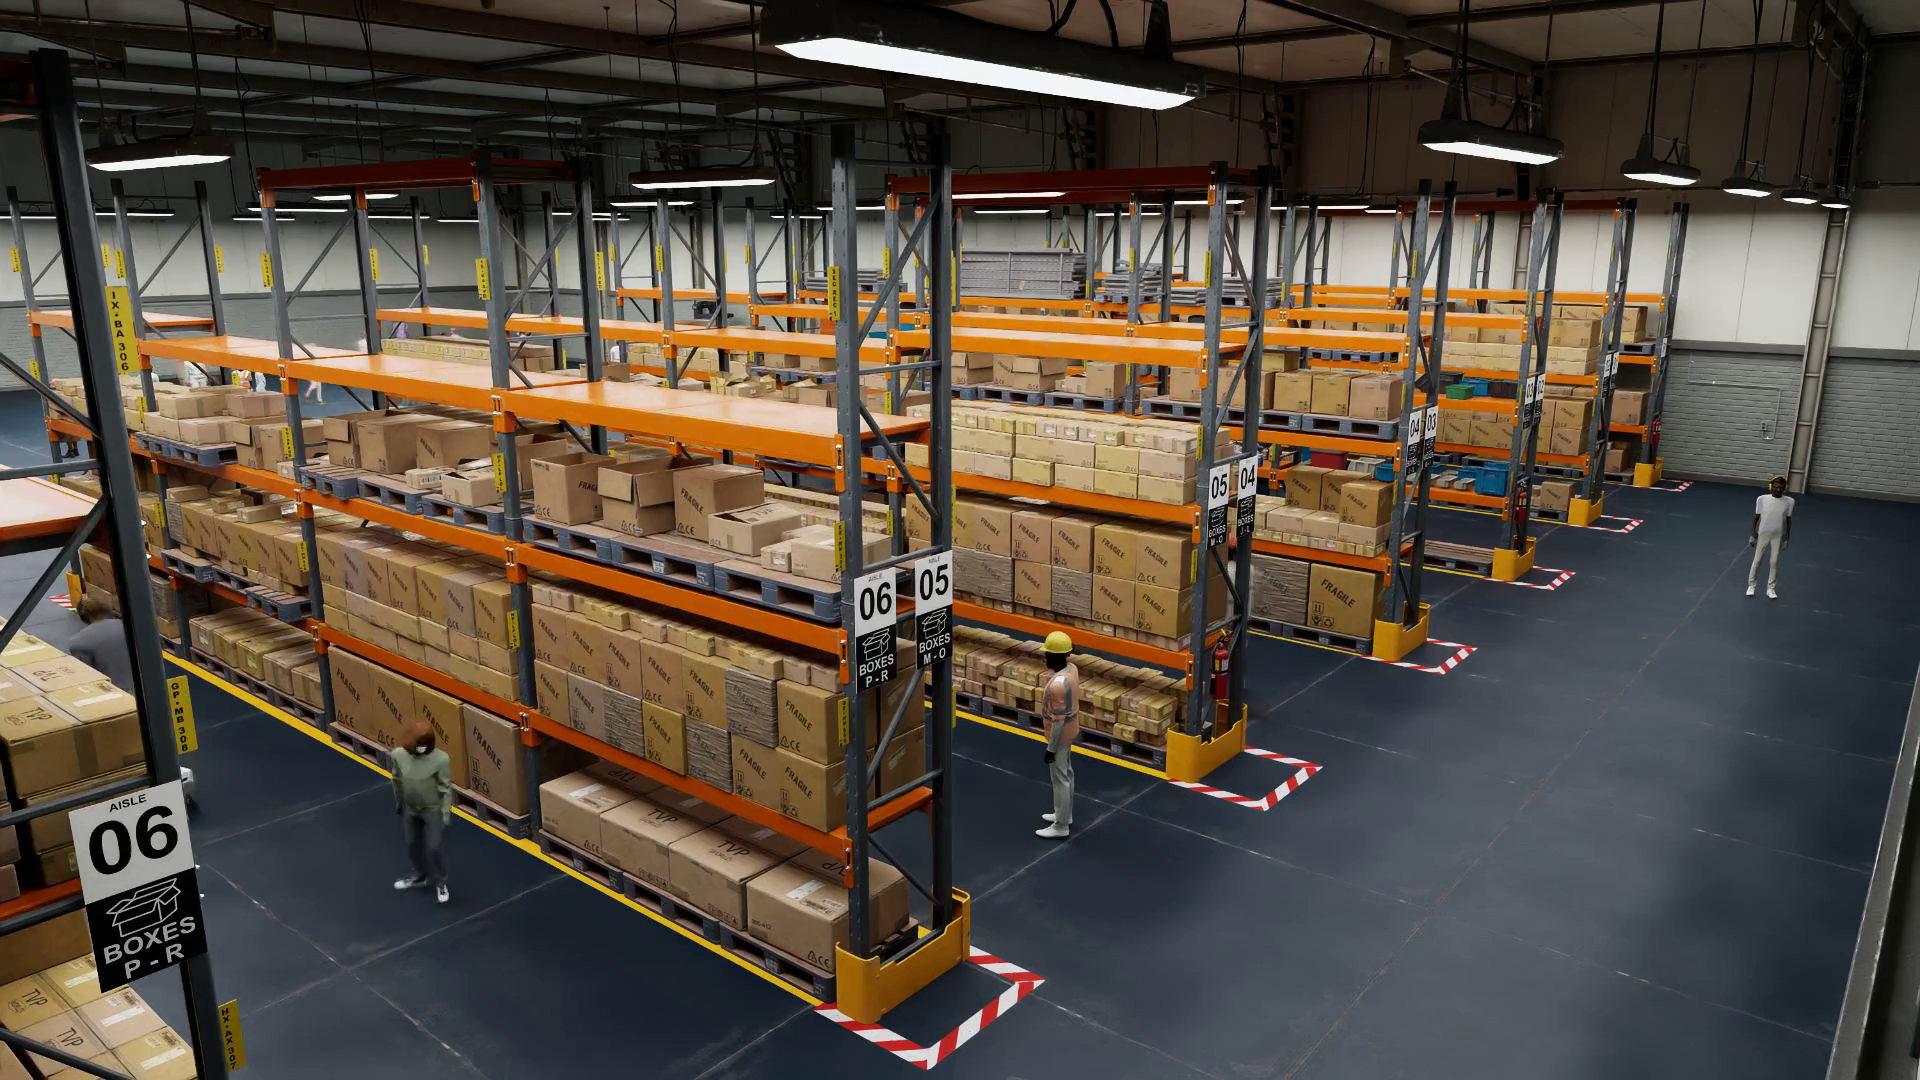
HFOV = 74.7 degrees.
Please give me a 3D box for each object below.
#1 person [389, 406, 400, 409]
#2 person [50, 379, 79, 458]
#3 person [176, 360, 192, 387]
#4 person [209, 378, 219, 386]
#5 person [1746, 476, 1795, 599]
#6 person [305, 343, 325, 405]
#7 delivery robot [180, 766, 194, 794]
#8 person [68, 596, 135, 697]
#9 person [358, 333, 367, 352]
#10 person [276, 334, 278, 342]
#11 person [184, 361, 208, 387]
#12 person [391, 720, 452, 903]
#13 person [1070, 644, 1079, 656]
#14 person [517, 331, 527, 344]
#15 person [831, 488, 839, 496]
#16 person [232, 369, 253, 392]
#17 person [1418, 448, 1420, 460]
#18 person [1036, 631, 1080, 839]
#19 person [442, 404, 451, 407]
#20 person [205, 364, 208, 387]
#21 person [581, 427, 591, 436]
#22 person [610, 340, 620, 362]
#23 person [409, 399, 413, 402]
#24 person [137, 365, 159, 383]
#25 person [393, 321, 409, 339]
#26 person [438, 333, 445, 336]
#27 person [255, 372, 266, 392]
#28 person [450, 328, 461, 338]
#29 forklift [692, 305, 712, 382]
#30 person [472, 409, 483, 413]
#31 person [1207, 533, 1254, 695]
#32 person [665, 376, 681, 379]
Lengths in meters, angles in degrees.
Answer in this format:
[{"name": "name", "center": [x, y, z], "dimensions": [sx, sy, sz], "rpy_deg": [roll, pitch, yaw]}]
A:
[{"name": "person", "center": [-12.916, -2.399, 28.577], "dimensions": [0.647, 1.887, 0.582], "rpy_deg": [2, 14, 8]}, {"name": "person", "center": [-22.019, -2.997, 30.922], "dimensions": [0.363, 1.934, 0.553], "rpy_deg": [-2, 14, -9]}, {"name": "person", "center": [-24.909, -5.326, 40.608], "dimensions": [0.518, 1.892, 0.652], "rpy_deg": [2, 14, 10]}, {"name": "person", "center": [-19.065, -3.254, 32.282], "dimensions": [0.639, 1.794, 0.952], "rpy_deg": [-4, 14, -16]}, {"name": "person", "center": [12.201, -0.052, 18.972], "dimensions": [0.508, 1.860, 0.315], "rpy_deg": [7, 15, 25]}, {"name": "person", "center": [-20.805, -5.343, 40.482], "dimensions": [0.541, 1.976, 0.633], "rpy_deg": [5, 14, 19]}, {"name": "delivery robot", "center": [-7.676, 2.272, 12.021], "dimensions": [0.707, 0.478, 0.477], "rpy_deg": [7, 15, 26]}, {"name": "person", "center": [-8.480, 1.472, 12.676], "dimensions": [1.037, 1.888, 0.705], "rpy_deg": [10, 17, 34]}, {"name": "person", "center": [-21.846, -6.732, 46.463], "dimensions": [0.659, 1.860, 0.980], "rpy_deg": [3, 14, 12]}, {"name": "person", "center": [-25.845, -7.061, 48.014], "dimensions": [0.342, 1.762, 0.536], "rpy_deg": [-11, 17, -37]}, {"name": "person", "center": [-23.634, -4.946, 38.958], "dimensions": [0.661, 1.926, 0.621], "rpy_deg": [9, 16, 34]}, {"name": "person", "center": [-4.402, 2.190, 10.265], "dimensions": [0.632, 1.604, 0.402], "rpy_deg": [2, 14, 9]}, {"name": "person", "center": [1.311, 0.750, 15.542], "dimensions": [0.408, 1.918, 0.565], "rpy_deg": [13, 18, 42]}, {"name": "person", "center": [-16.514, -7.053, 47.635], "dimensions": [0.378, 1.930, 0.627], "rpy_deg": [-1, 14, -4]}, {"name": "person", "center": [-1.800, 0.160, 18.012], "dimensions": [0.890, 1.910, 0.638], "rpy_deg": [11, 17, 38]}, {"name": "person", "center": [-21.449, -4.520, 37.686], "dimensions": [0.535, 1.697, 0.321], "rpy_deg": [-5, 14, -19]}, {"name": "person", "center": [10.360, -2.234, 28.327], "dimensions": [0.350, 1.683, 0.563], "rpy_deg": [0, 14, 1]}, {"name": "person", "center": [0.888, 1.753, 11.401], "dimensions": [0.363, 1.928, 0.587], "rpy_deg": [4, 14, 15]}, {"name": "person", "center": [-15.727, -4.673, 38.433], "dimensions": [0.512, 1.642, 0.312], "rpy_deg": [3, 14, 10]}, {"name": "person", "center": [-26.815, -6.090, 44.348], "dimensions": [0.854, 1.585, 0.536], "rpy_deg": [12, 18, 42]}, {"name": "person", "center": [-8.903, -2.845, 30.478], "dimensions": [0.550, 1.851, 0.435], "rpy_deg": [-4, 14, -15]}, {"name": "person", "center": [-11.777, -6.060, 43.723], "dimensions": [0.631, 1.840, 0.428], "rpy_deg": [1, 14, 3]}, {"name": "person", "center": [-17.761, -5.425, 40.838], "dimensions": [0.630, 1.976, 0.754], "rpy_deg": [-4, 14, -17]}, {"name": "person", "center": [-22.737, -4.052, 35.456], "dimensions": [0.625, 1.846, 0.429], "rpy_deg": [1, 14, 4]}, {"name": "person", "center": [-24.068, -8.716, 54.230], "dimensions": [0.614, 2.040, 0.395], "rpy_deg": [-10, 17, -35]}, {"name": "person", "center": [-19.266, -6.807, 46.869], "dimensions": [0.990, 1.807, 0.561], "rpy_deg": [3, 14, 13]}, {"name": "person", "center": [-20.535, -4.389, 37.049], "dimensions": [0.323, 1.743, 0.489], "rpy_deg": [-10, 17, -36]}, {"name": "person", "center": [-19.323, -7.145, 48.087], "dimensions": [0.517, 1.887, 0.669], "rpy_deg": [6, 15, 23]}, {"name": "forklift", "center": [-9.511, -7.392, 47.124], "dimensions": [1.873, 2.768, 1.129], "rpy_deg": [11, 17, 38]}, {"name": "person", "center": [-11.822, -2.934, 30.962], "dimensions": [0.928, 1.785, 0.621], "rpy_deg": [-2, 14, -7]}, {"name": "person", "center": [3.108, 0.902, 14.679], "dimensions": [0.642, 2.031, 0.474], "rpy_deg": [-4, 14, -17]}, {"name": "person", "center": [-8.312, -4.416, 36.630], "dimensions": [0.560, 2.000, 0.696], "rpy_deg": [-1, 14, -5]}]
